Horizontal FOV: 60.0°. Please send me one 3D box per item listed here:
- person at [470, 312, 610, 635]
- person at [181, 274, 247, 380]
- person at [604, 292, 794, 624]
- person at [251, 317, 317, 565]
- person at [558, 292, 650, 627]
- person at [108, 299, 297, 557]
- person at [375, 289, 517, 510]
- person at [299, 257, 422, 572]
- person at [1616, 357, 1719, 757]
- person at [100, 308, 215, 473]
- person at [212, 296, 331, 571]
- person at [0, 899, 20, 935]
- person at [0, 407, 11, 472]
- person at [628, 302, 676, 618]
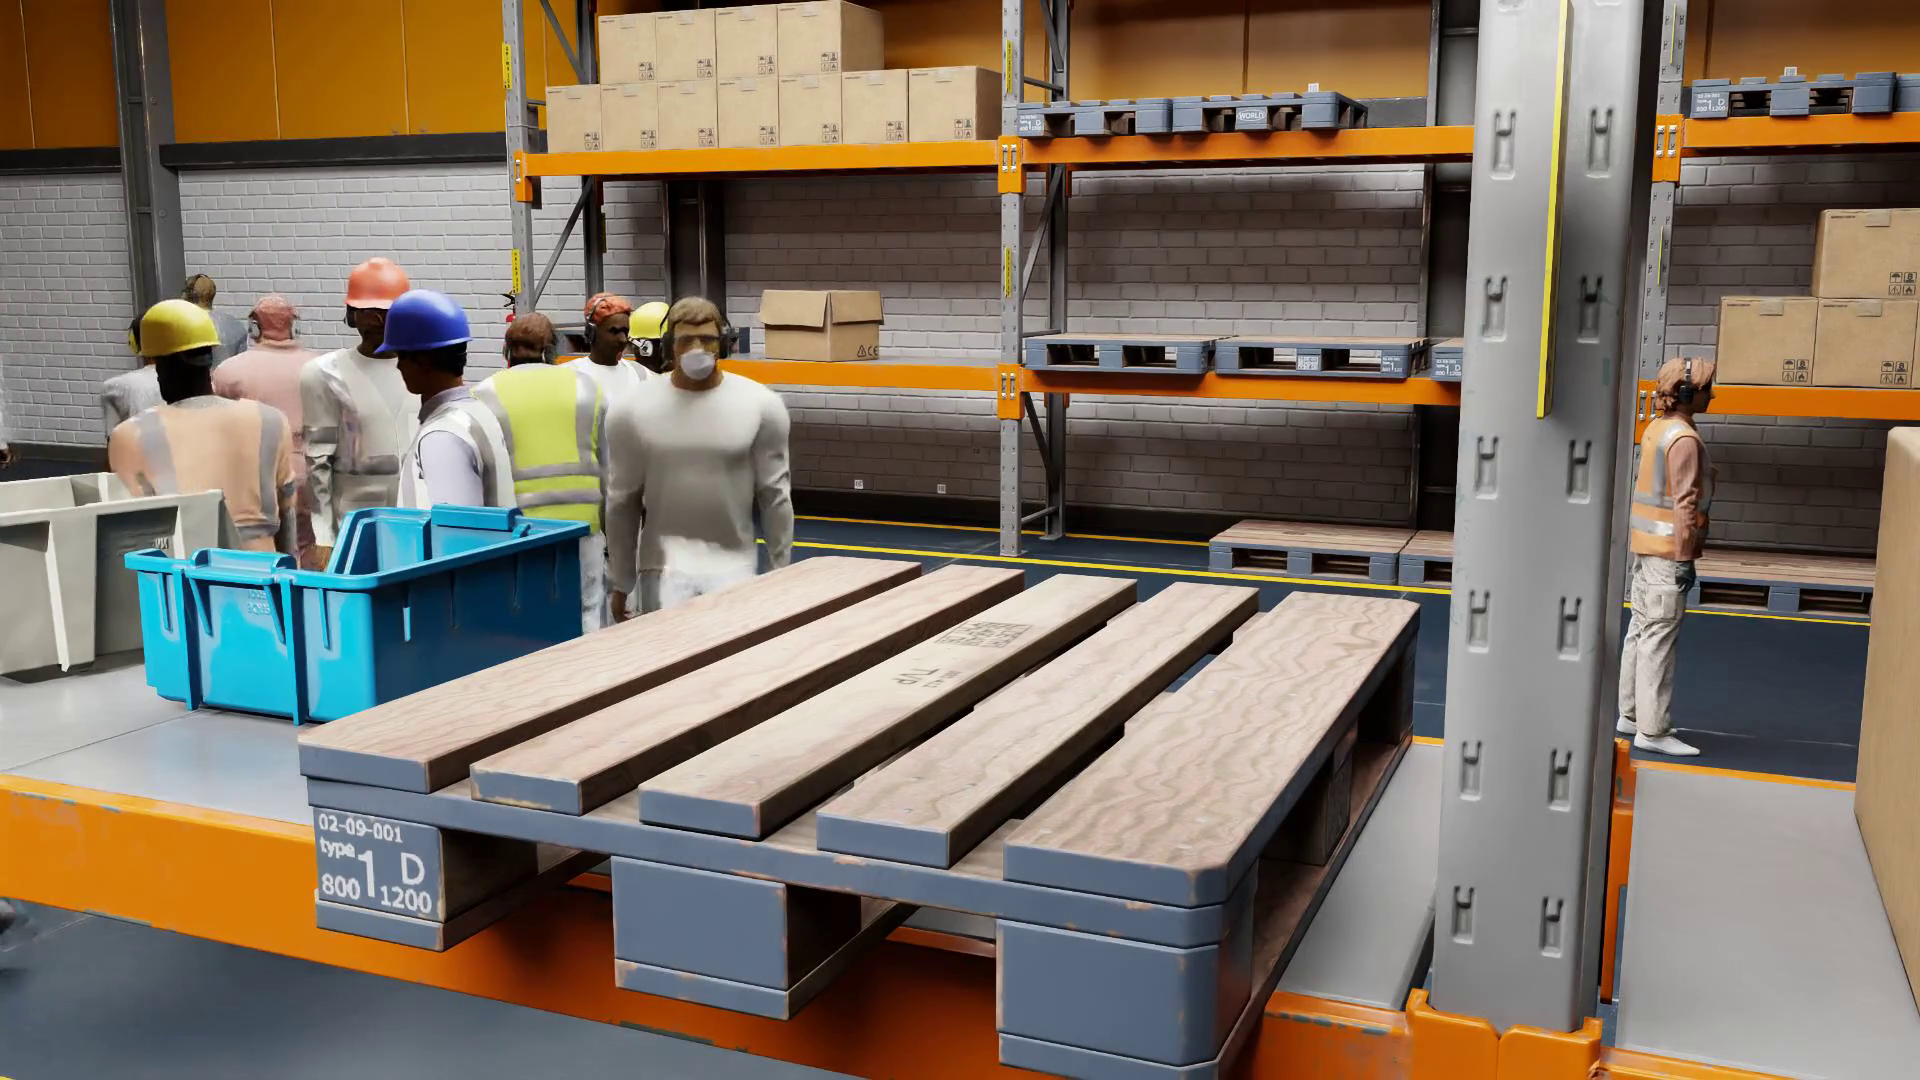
[{"bbox_3d":[-1.753,-0.032,6.950,0.675,1.822,0.443,-4,10,-24],"label":"person"},{"bbox_3d":[-5.526,-0.979,12.243,0.366,1.939,0.635,5,11,28],"label":"person"},{"bbox_3d":[-0.899,0.107,5.791,0.640,1.926,0.563,-1,10,-5],"label":"person"},{"bbox_3d":[-4.543,-0.705,11.120,0.311,1.768,0.531,-6,11,-33],"label":"person"},{"bbox_3d":[-1.605,-0.179,7.608,0.356,1.886,0.574,7,12,35],"label":"person"},{"bbox_3d":[-2.506,0.165,5.518,0.615,1.898,0.757,-9,13,-42],"label":"person"},{"bbox_3d":[-1.516,0.226,5.003,0.398,1.943,0.616,-2,10,-10],"label":"person"},{"bbox_3d":[-2.220,-0.067,6.476,0.609,2.040,0.394,-9,13,-42],"label":"person"},{"bbox_3d":[2.938,0.062,6.901,0.313,1.639,0.517,1,10,9],"label":"person"},{"bbox_3d":[-3.703,-0.170,7.732,0.528,1.831,0.889,-2,10,-13],"label":"person"},{"bbox_3d":[-3.468,-0.306,8.482,0.993,1.858,0.640,9,13,44],"label":"person"},{"bbox_3d":[-3.154,0.342,4.807,0.976,1.792,0.620,4,10,21],"label":"person"},{"bbox_3d":[-6.115,-0.578,9.956,0.865,1.895,0.574,3,10,18],"label":"person"},{"bbox_3d":[-1.480,-0.241,8.136,0.404,1.830,0.603,0,9,-1],"label":"person"}]
